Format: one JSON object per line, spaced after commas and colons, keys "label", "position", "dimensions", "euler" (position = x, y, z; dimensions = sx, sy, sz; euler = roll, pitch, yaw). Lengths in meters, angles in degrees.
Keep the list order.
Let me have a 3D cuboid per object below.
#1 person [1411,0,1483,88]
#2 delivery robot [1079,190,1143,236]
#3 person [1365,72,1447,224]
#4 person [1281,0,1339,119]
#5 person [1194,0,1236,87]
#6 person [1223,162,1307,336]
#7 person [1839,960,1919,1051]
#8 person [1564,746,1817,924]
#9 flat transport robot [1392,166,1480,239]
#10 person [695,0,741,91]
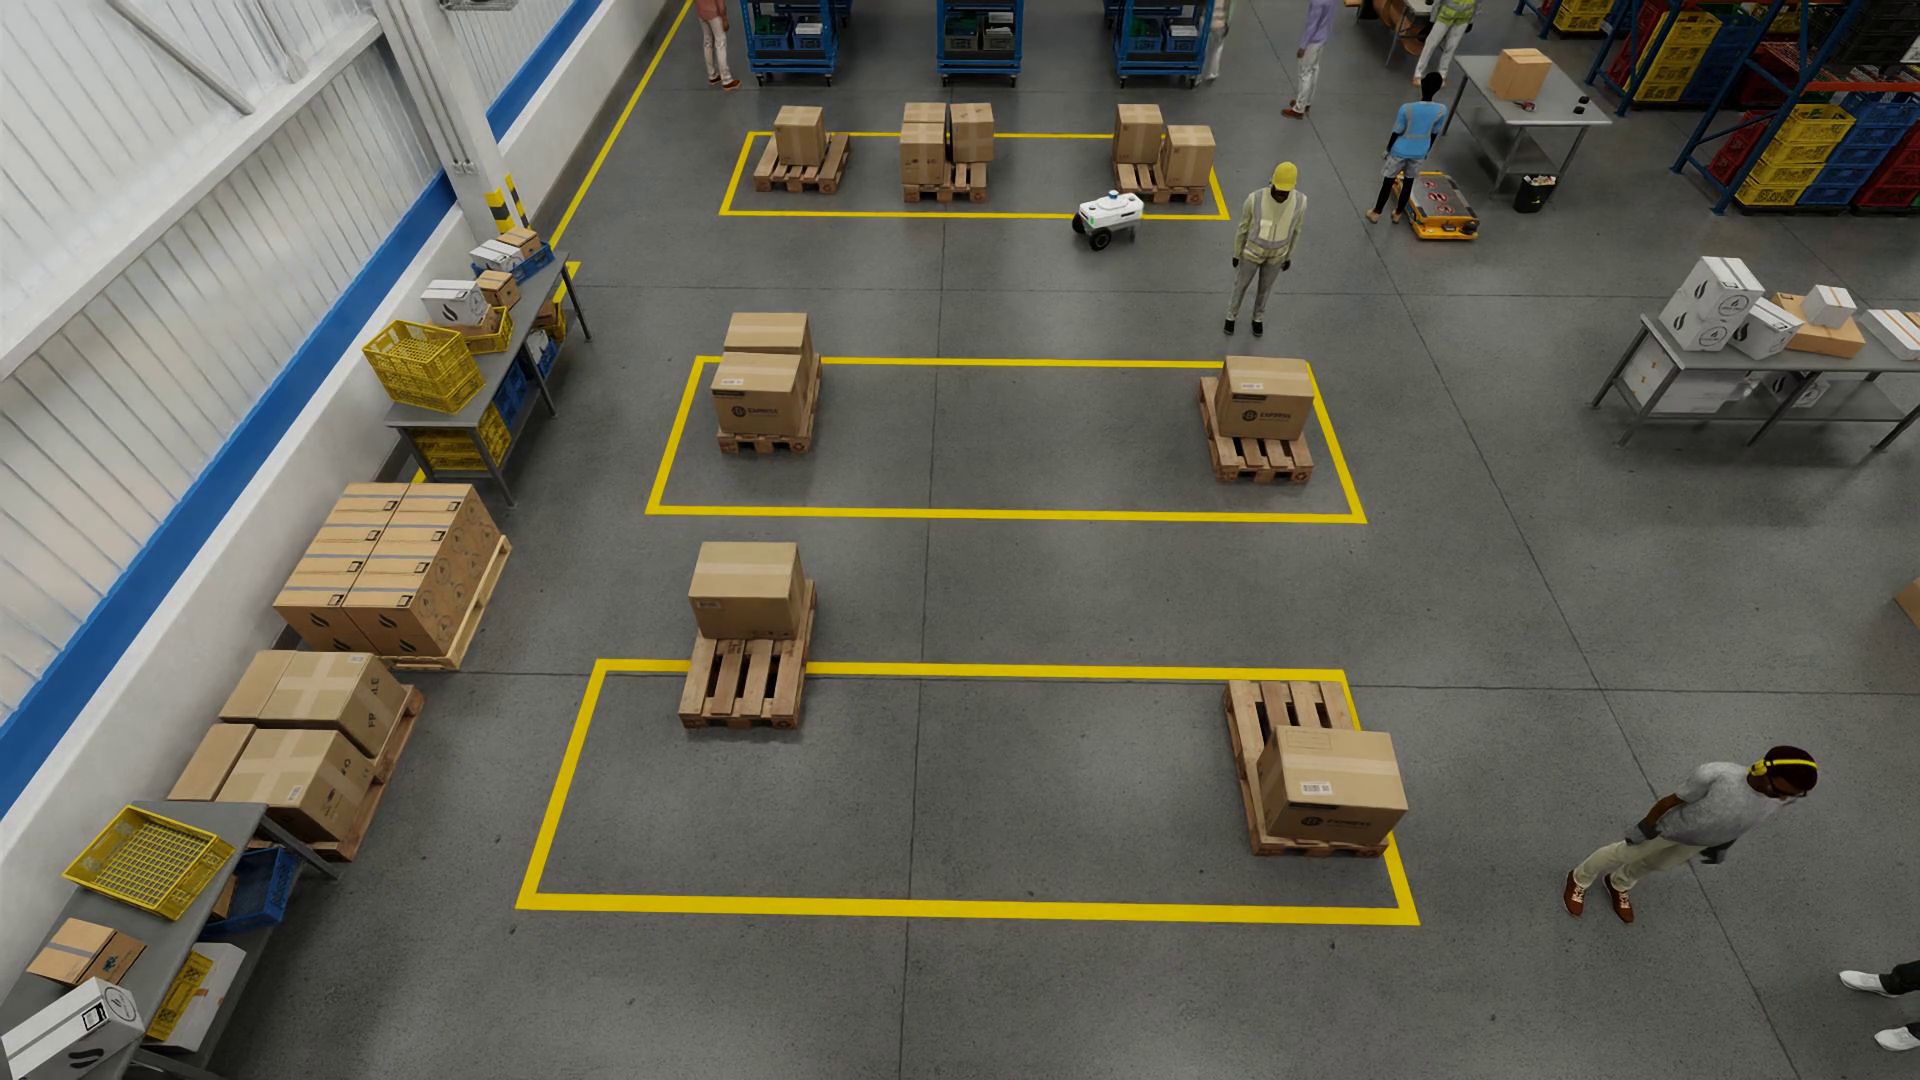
{"label": "person", "position": [6.878, -7.285, 12.799], "dimensions": [0.626, 1.832, 0.431], "euler": [5, 49, 4]}
{"label": "delivery robot", "position": [1.736, -3.774, 10.535], "dimensions": [0.707, 0.478, 0.477], "euler": [-18, 52, -15]}
{"label": "person", "position": [5.075, -4.404, 10.392], "dimensions": [0.533, 1.692, 0.319], "euler": [3, 49, 3]}
{"label": "person", "position": [4.709, -6.665, 12.204], "dimensions": [0.380, 1.927, 0.636], "euler": [28, 55, 22]}
{"label": "person", "position": [3.607, -7.346, 12.990], "dimensions": [0.519, 1.618, 0.626], "euler": [19, 52, 16]}
{"label": "person", "position": [2.954, -2.804, 8.923], "dimensions": [0.589, 1.825, 0.403], "euler": [3, 49, 2]}
{"label": "person", "position": [5.384, 2.130, 4.590], "dimensions": [0.373, 1.916, 0.596], "euler": [1, 49, 1]}
{"label": "person", "position": [3.998, 1.635, 5.055], "dimensions": [0.508, 1.865, 0.329], "euler": [8, 50, 6]}
{"label": "flat transport robot", "position": [5.692, -4.094, 11.059], "dimensions": [0.652, 0.197, 1.431], "euler": [1, 49, 1]}
{"label": "person", "position": [-3.442, -7.352, 12.758], "dimensions": [0.608, 1.986, 0.403], "euler": [30, 56, 24]}
